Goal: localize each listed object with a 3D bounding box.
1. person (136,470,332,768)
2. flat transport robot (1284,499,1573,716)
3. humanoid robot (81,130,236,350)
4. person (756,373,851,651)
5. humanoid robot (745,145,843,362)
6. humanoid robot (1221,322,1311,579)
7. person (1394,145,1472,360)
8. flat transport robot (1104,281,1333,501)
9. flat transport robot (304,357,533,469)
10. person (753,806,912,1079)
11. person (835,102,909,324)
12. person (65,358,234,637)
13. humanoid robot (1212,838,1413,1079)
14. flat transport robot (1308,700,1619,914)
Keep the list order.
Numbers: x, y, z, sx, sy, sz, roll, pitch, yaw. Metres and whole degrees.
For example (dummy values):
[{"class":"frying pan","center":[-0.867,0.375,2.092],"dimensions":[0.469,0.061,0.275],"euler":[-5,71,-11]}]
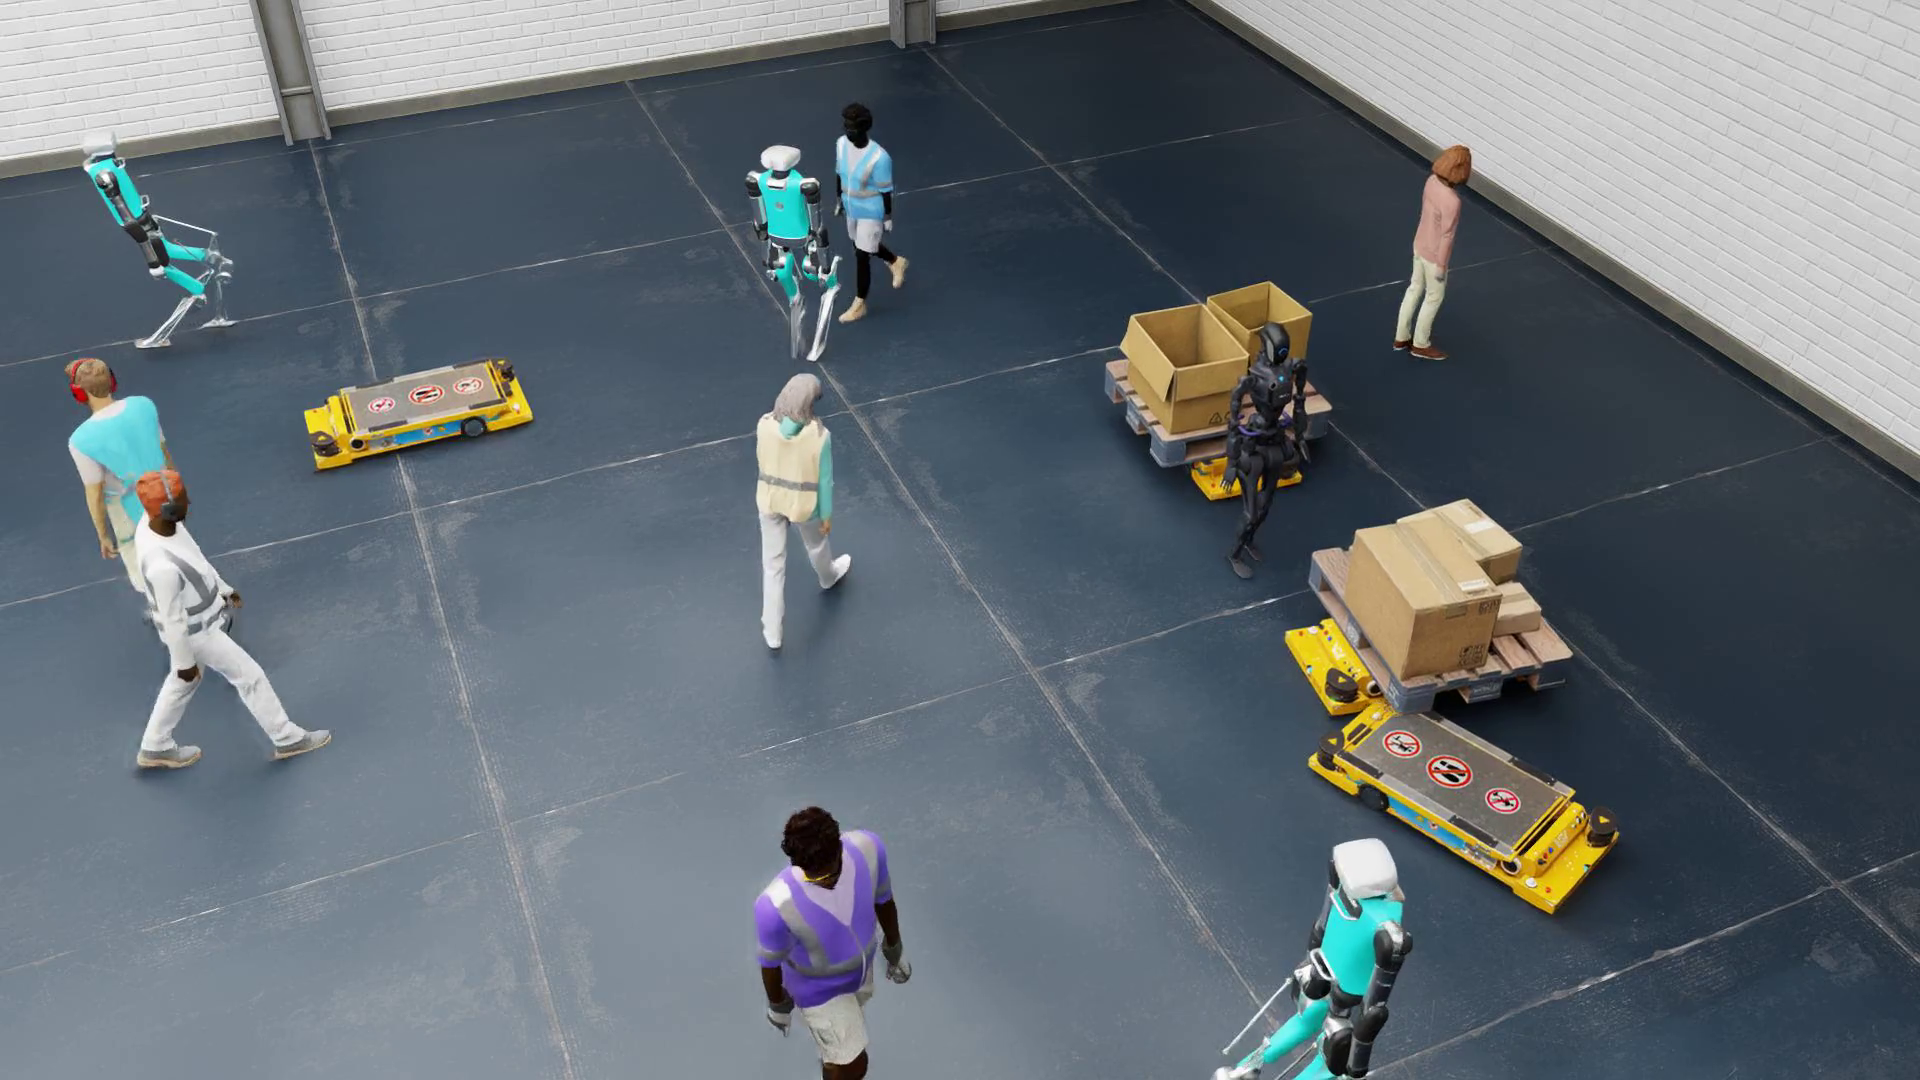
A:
[{"class":"person","center":[-3.924,0.448,8.421],"dimensions":[0.945,1.851,0.560],"euler":[-19,42,-23]},{"class":"flat transport robot","center":[2.650,0.606,9.485],"dimensions":[1.431,0.231,0.659],"euler":[-9,38,-11]},{"class":"humanoid robot","center":[-5.577,-2.126,11.819],"dimensions":[0.953,1.725,0.544],"euler":[-16,40,-20]},{"class":"person","center":[-0.900,-0.213,9.400],"dimensions":[0.442,1.658,0.877],"euler":[8,38,10]},{"class":"humanoid robot","center":[-1.097,-1.980,11.730],"dimensions":[0.542,1.878,0.754],"euler":[11,39,14]},{"class":"humanoid robot","center":[1.826,-0.533,9.811],"dimensions":[0.601,1.655,0.411],"euler":[-19,41,-23]},{"class":"person","center":[3.384,-2.032,11.804],"dimensions":[0.327,1.624,0.509],"euler":[-5,38,-6]},{"class":"flat transport robot","center":[1.698,-0.779,11.287],"dimensions":[0.659,0.231,1.431],"euler":[-11,39,-14]},{"class":"flat transport robot","center":[-3.727,-0.886,11.426],"dimensions":[1.431,0.231,0.659],"euler":[-15,40,-19]},{"class":"person","center":[-0.439,1.755,6.628],"dimensions":[0.602,1.933,0.601],"euler":[25,44,29]},{"class":"person","center":[-0.661,-2.486,12.362],"dimensions":[0.734,1.664,0.550],"euler":[-31,47,-34]},{"class":"person","center":[-4.462,-0.155,9.216],"dimensions":[0.745,1.803,0.624],"euler":[11,39,14]},{"class":"humanoid robot","center":[1.219,1.954,6.583],"dimensions":[0.911,1.822,0.576],"euler":[-8,38,-11]},{"class":"flat transport robot","center":[2.581,1.308,8.571],"dimensions":[1.431,0.231,0.659],"euler":[31,47,34]}]
